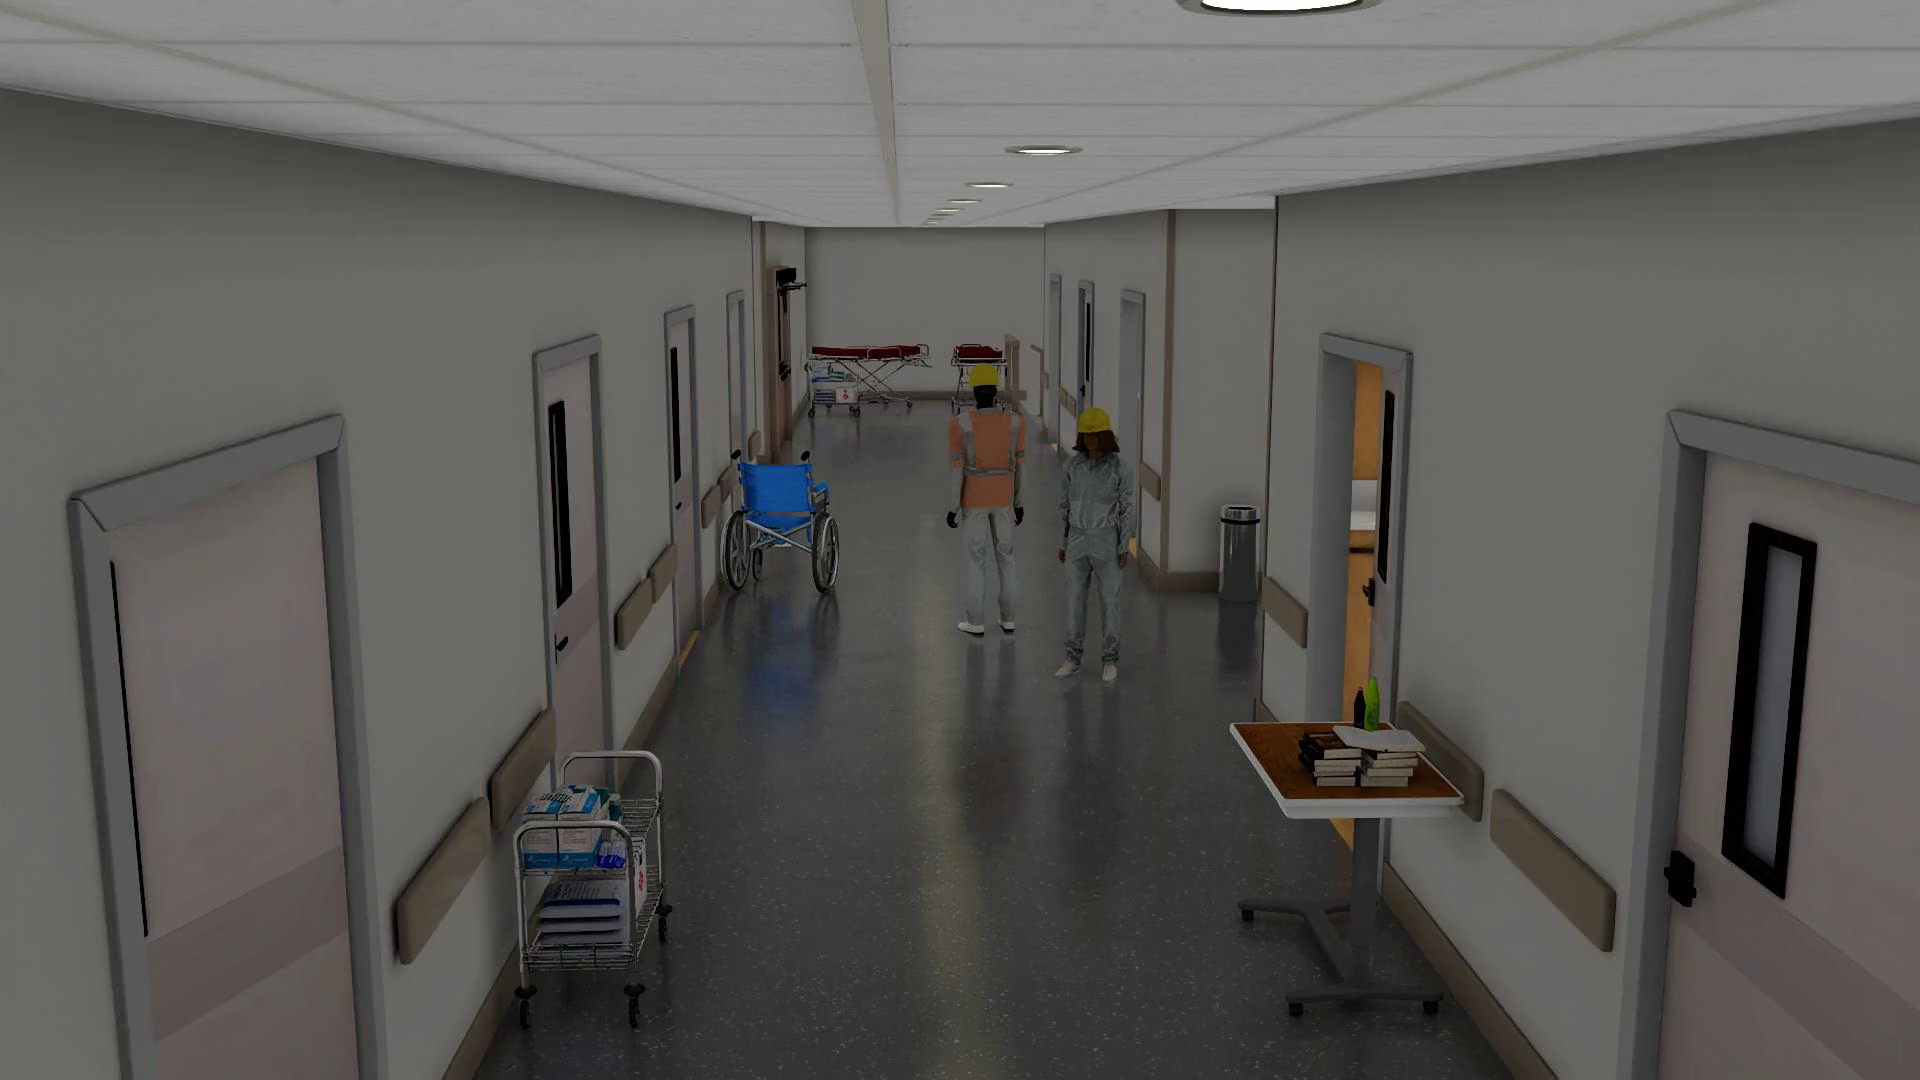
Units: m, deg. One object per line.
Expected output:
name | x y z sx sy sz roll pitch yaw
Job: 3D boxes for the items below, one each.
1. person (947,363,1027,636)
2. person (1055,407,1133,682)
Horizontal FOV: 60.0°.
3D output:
person | 0.179 -0.288 11.787 0.593 1.922 0.383 -4 11 -21
person | 0.844 0.036 10.524 0.489 1.747 0.365 4 11 21
